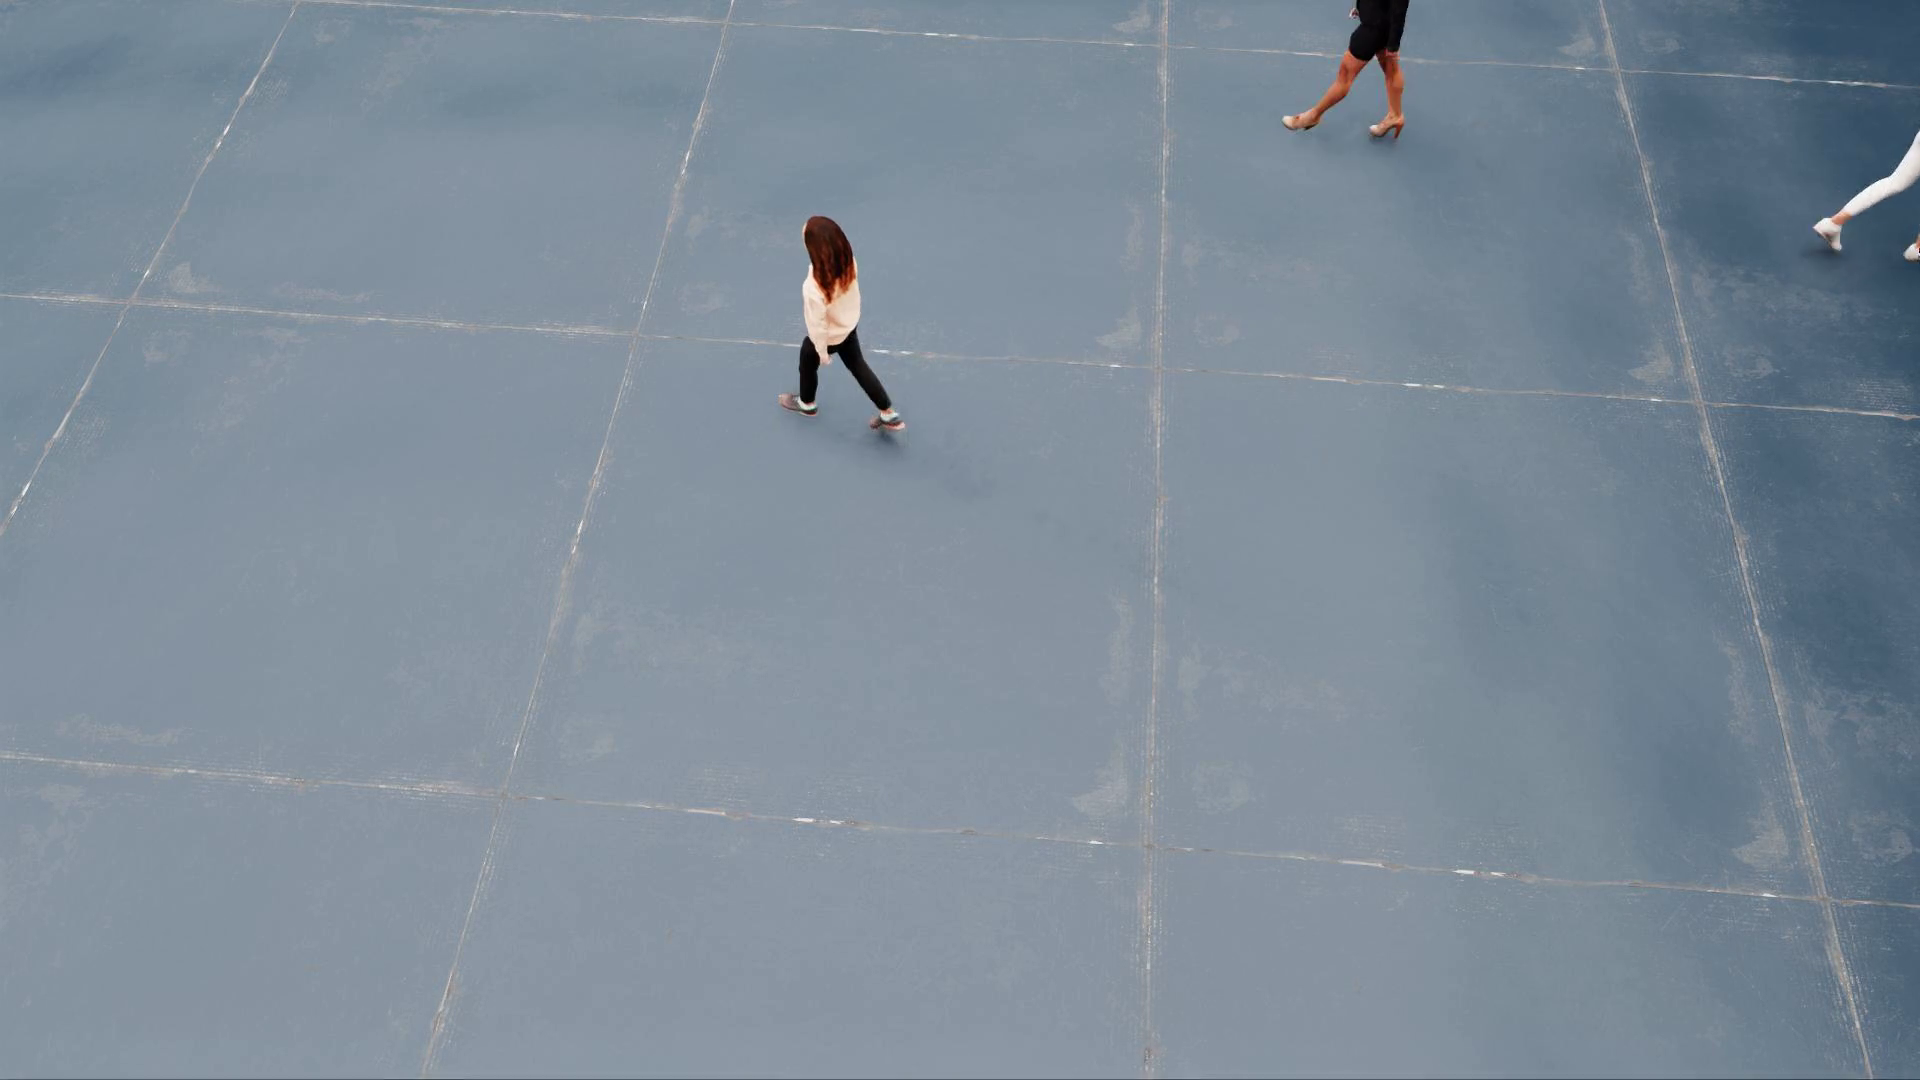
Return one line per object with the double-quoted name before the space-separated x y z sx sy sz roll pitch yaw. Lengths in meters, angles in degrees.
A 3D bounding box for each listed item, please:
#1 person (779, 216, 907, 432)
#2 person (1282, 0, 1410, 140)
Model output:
"person" -0.600 -1.072 8.545 1.051 1.452 0.843 26 57 19
"person" 2.601 -3.044 9.975 1.007 1.608 0.661 12 53 9
